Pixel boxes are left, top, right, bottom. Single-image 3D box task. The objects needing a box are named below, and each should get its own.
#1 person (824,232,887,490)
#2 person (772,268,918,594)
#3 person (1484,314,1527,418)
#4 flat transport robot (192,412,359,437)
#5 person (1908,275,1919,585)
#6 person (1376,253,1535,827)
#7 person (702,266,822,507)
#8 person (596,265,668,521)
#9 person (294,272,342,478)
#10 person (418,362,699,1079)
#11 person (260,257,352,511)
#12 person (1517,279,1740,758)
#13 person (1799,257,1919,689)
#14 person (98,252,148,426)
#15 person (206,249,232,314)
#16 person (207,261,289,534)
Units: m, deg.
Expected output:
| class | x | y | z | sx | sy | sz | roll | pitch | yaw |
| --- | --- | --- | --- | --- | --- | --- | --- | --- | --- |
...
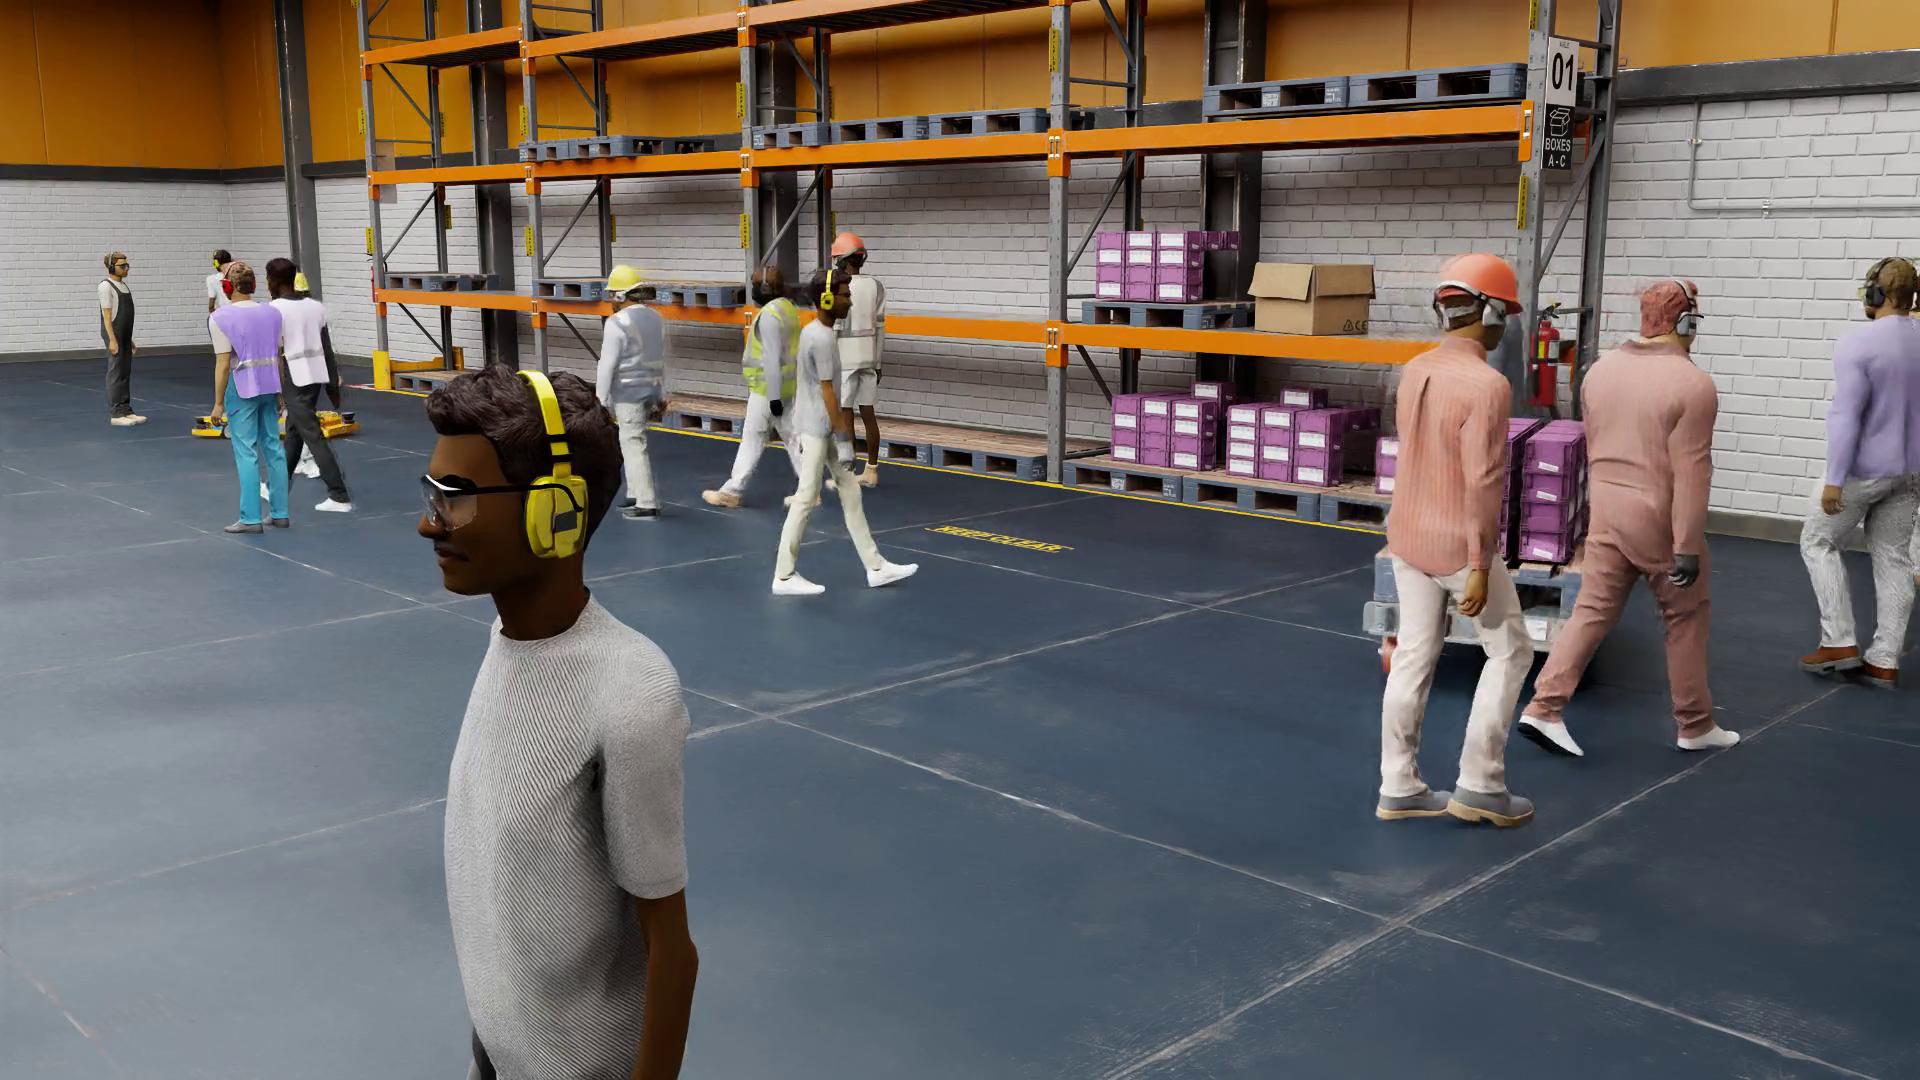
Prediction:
| class | x | y | z | sx | sy | sz | roll | pitch | yaw |
| --- | --- | --- | --- | --- | --- | --- | --- | --- | --- |
| person | -0.862 | -1.409 | 13.217 | 0.608 | 2.045 | 0.369 | -10 | 14 | -42 |
| person | -0.650 | -0.591 | 9.322 | 0.911 | 1.826 | 0.566 | -1 | 10 | -4 |
| person | 3.064 | -0.670 | 9.536 | 0.489 | 1.925 | 0.621 | 6 | 12 | 28 |
| flat transport robot | -6.906 | -1.177 | 16.789 | 1.431 | 0.197 | 0.652 | 1 | 10 | 6 |
| person | 5.624 | -0.662 | 9.699 | 0.429 | 1.844 | 0.626 | 1 | 10 | 8 |
| person | 1.749 | 0.015 | 5.696 | 0.657 | 1.959 | 0.607 | -4 | 11 | -19 |
| person | -1.451 | -1.127 | 12.367 | 0.869 | 1.804 | 0.646 | 2 | 11 | 11 |
| person | -2.397 | -1.041 | 11.865 | 0.628 | 1.808 | 0.606 | 5 | 11 | 24 |
| person | -5.444 | -1.372 | 13.926 | 0.751 | 1.716 | 0.498 | 7 | 12 | 32 |
| person | -0.517 | 0.709 | 2.139 | 0.328 | 1.874 | 0.521 | -7 | 13 | -35 |
| person | -4.933 | -1.139 | 12.263 | 1.013 | 1.852 | 0.596 | 4 | 11 | 18 |
| person | 2.605 | -0.070 | 6.438 | 0.938 | 1.865 | 0.657 | -4 | 11 | -23 |
| person | 4.101 | -0.303 | 7.508 | 0.663 | 1.920 | 0.568 | -3 | 11 | -17 |
| person | -8.980 | -2.149 | 17.795 | 0.351 | 1.847 | 0.507 | 0 | 10 | -3 |
| person | -9.052 | -2.671 | 20.638 | 0.534 | 1.846 | 0.496 | -9 | 13 | -39 |
| person | -4.822 | -0.961 | 11.311 | 0.389 | 1.848 | 0.563 | 5 | 12 | 26 |
